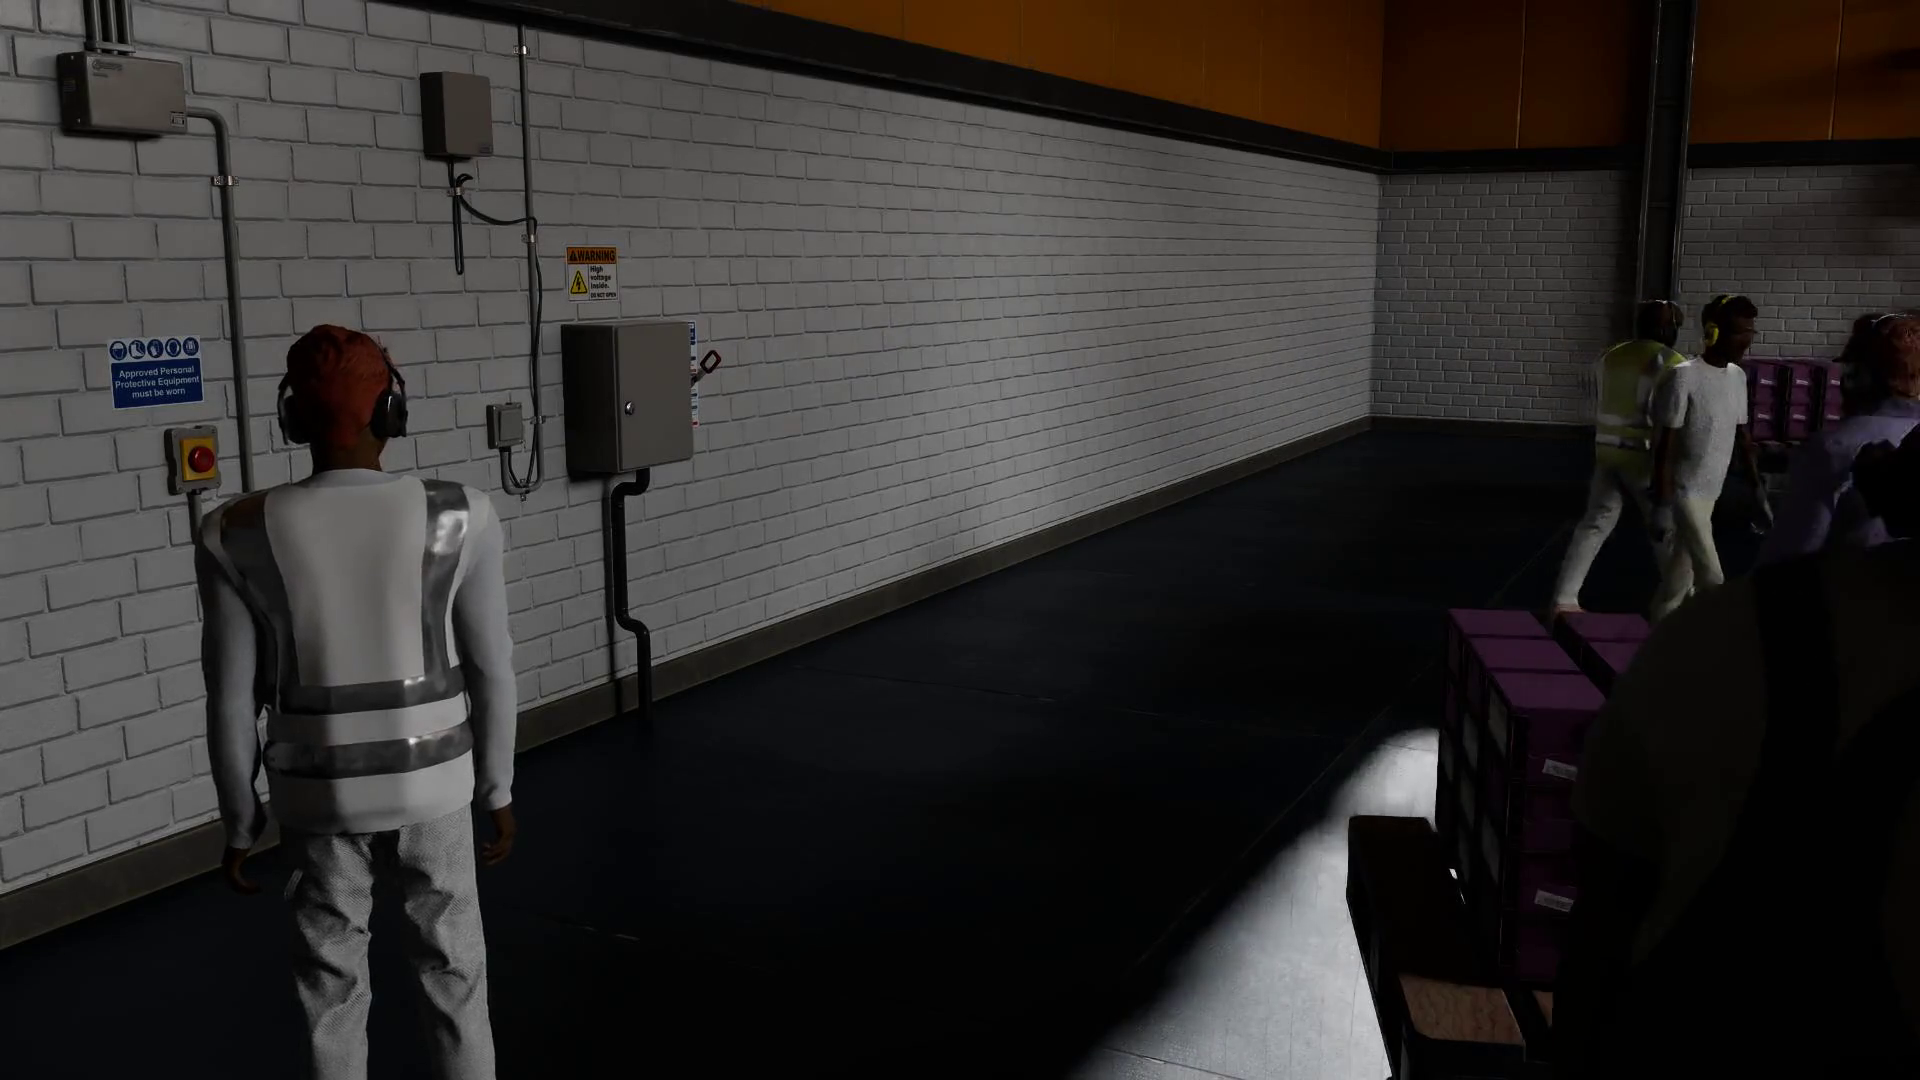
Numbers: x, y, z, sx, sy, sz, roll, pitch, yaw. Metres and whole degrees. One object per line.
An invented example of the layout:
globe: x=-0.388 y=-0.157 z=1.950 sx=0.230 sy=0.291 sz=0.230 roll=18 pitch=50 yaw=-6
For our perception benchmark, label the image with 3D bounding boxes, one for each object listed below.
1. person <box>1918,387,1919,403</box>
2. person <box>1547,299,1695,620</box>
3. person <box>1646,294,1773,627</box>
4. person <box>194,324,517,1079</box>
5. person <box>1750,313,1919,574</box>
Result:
person: x=3.857 y=0.006 z=6.309 sx=0.636 sy=1.894 sz=0.711 roll=-2 pitch=10 yaw=-12
person: x=3.686 y=-0.415 z=9.047 sx=0.980 sy=1.788 sz=0.660 roll=-4 pitch=11 yaw=-21
person: x=3.367 y=-0.168 z=7.421 sx=0.551 sy=1.834 sz=0.724 roll=-8 pitch=13 yaw=-40
person: x=-1.170 y=0.520 z=3.314 sx=0.573 sy=1.886 sz=0.359 roll=-3 pitch=10 yaw=-18
person: x=2.547 y=0.301 z=4.671 sx=0.644 sy=1.866 sz=0.983 roll=-4 pitch=11 yaw=-23
